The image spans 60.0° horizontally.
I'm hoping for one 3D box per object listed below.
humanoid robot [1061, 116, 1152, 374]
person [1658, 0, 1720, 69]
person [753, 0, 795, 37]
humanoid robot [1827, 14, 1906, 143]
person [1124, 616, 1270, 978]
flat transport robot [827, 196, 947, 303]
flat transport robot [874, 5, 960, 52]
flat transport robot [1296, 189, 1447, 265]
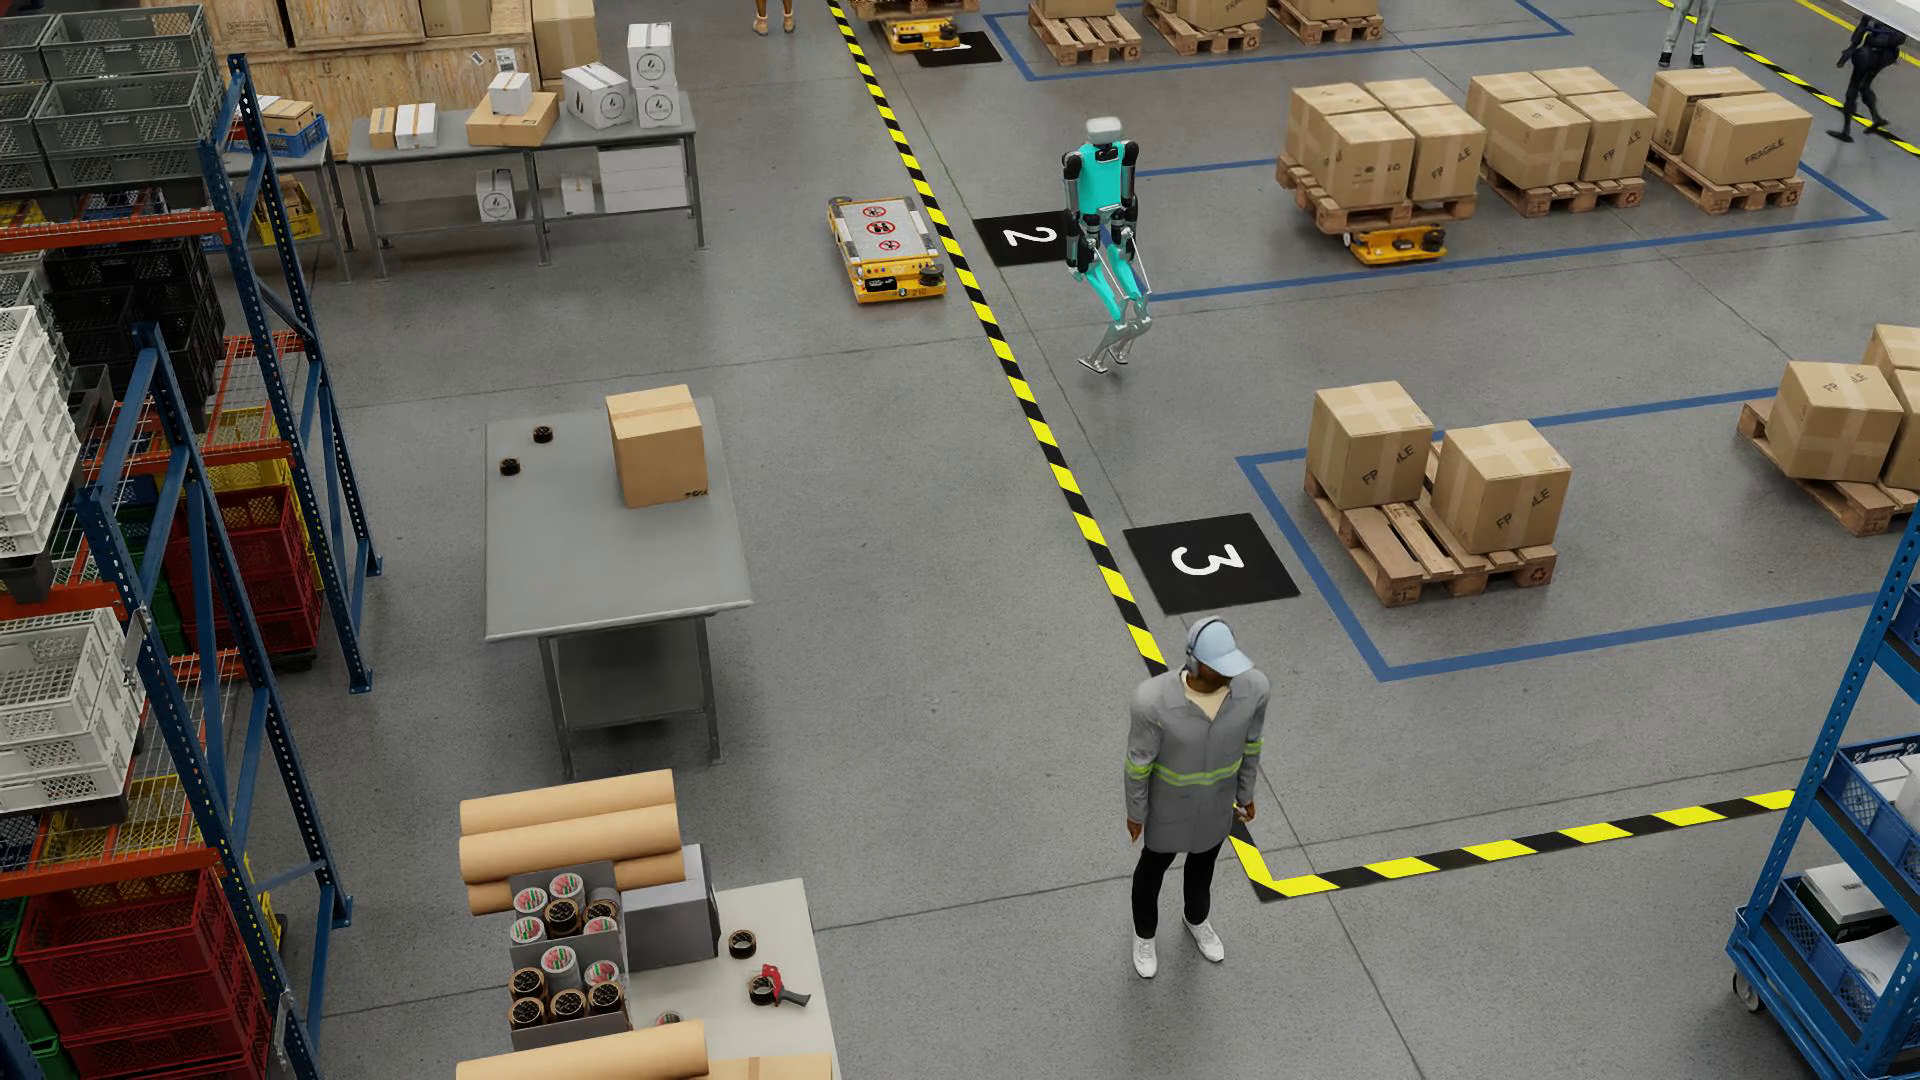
[{"bbox_3d":[1.002,-1.818,10.655,0.533,1.677,0.735,-17,40,-22],"label":"humanoid robot"},{"bbox_3d":[6.896,-5.269,15.332,0.588,1.823,0.403,9,37,11],"label":"person"},{"bbox_3d":[-1.868,-5.899,15.999,0.614,2.039,0.388,-10,38,-13],"label":"person"},{"bbox_3d":[7.711,-4.129,13.929,0.608,1.645,0.407,-15,39,-19],"label":"humanoid robot"},{"bbox_3d":[0.950,1.055,6.809,0.590,1.852,0.365,-9,38,-12],"label":"person"},{"bbox_3d":[-0.570,-2.220,12.538,0.659,0.231,1.431,-8,37,-10],"label":"flat transport robot"},{"bbox_3d":[-0.472,-5.219,16.545,0.652,0.197,1.431,-8,37,-10],"label":"flat transport robot"},{"bbox_3d":[3.196,-2.576,12.992,0.652,0.197,1.431,-8,37,-10],"label":"flat transport robot"}]
